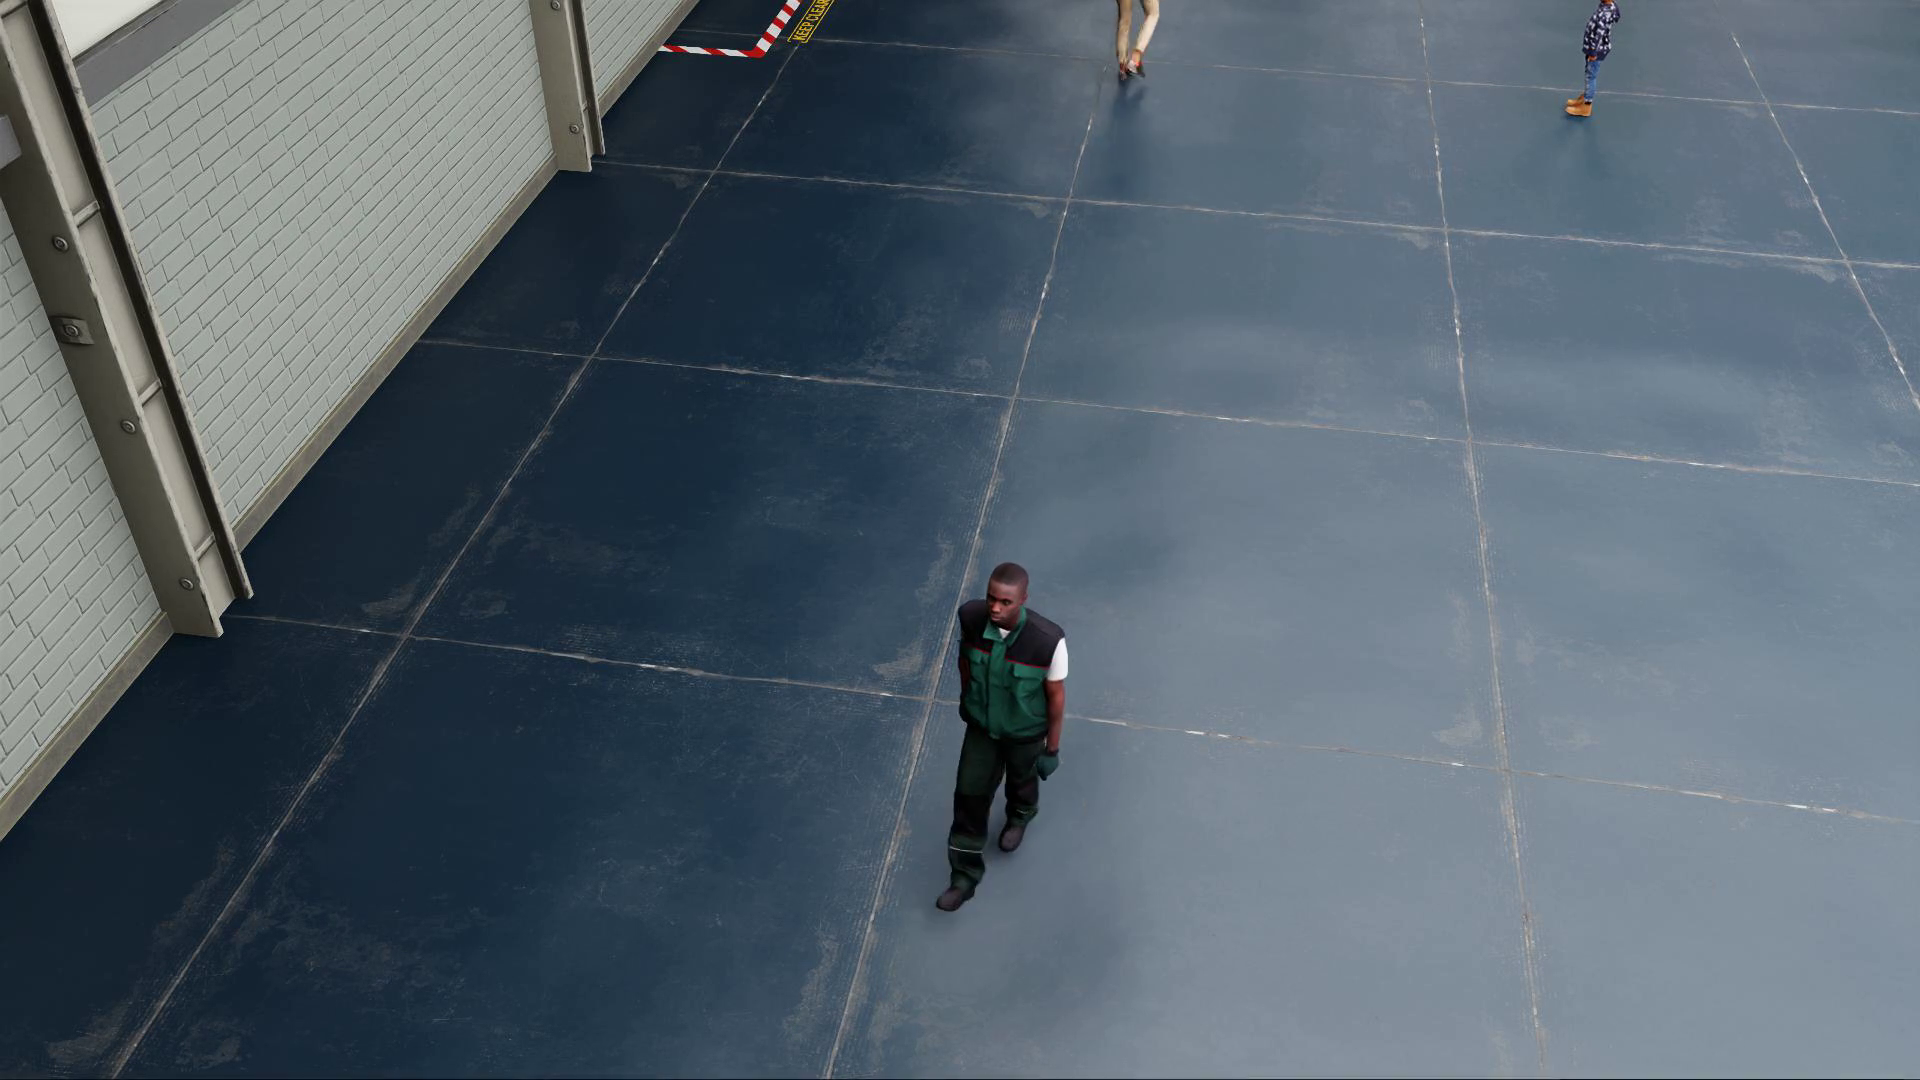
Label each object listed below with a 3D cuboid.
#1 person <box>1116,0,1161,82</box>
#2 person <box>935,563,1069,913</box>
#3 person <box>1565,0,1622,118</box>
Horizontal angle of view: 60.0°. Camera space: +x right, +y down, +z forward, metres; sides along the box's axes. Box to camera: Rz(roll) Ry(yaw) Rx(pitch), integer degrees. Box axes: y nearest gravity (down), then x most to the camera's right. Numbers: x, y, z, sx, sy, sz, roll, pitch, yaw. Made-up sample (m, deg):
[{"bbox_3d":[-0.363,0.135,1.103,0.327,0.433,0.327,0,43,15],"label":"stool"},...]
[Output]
[{"bbox_3d":[1.533,-4.997,14.900,0.739,1.846,0.766,18,42,22],"label":"person"},{"bbox_3d":[0.256,0.773,7.558,0.872,1.806,1.148,15,40,18],"label":"person"},{"bbox_3d":[5.579,-4.341,14.544,0.571,1.252,0.455,10,39,13],"label":"person"}]
